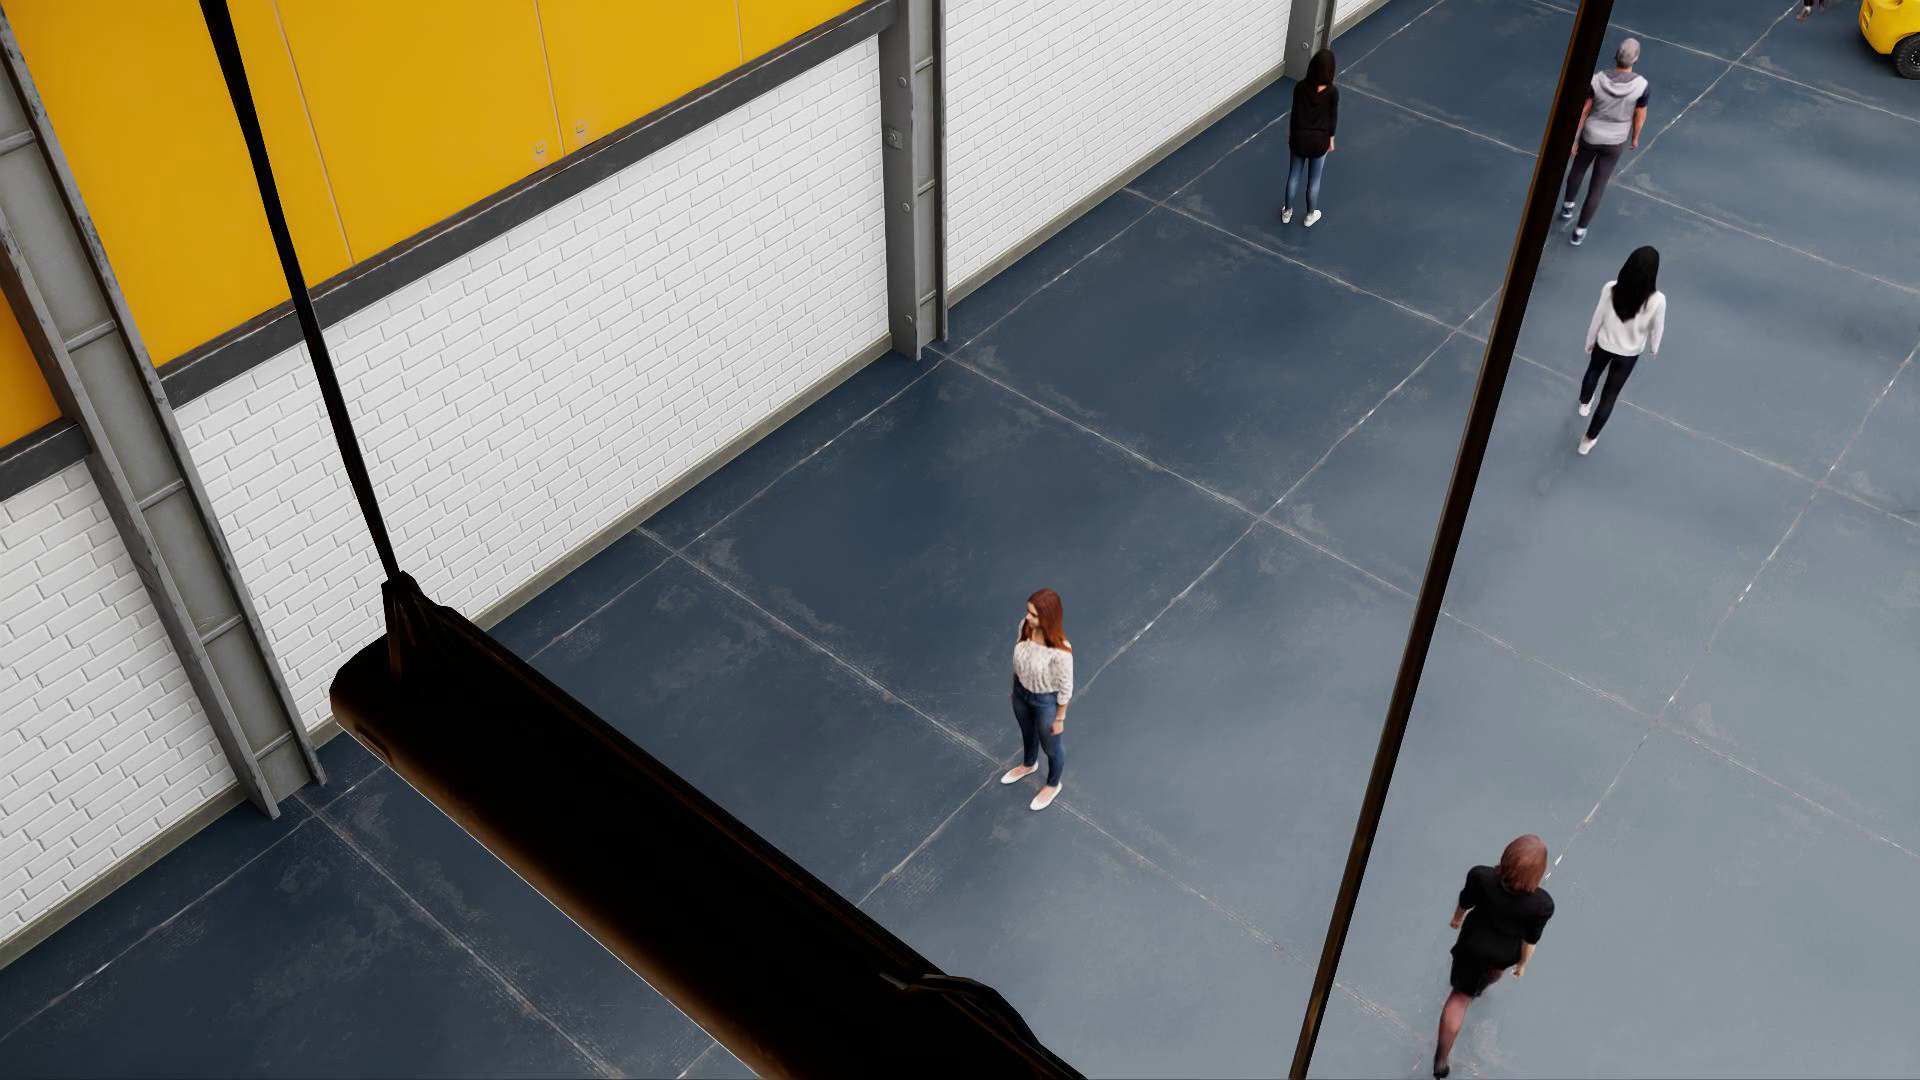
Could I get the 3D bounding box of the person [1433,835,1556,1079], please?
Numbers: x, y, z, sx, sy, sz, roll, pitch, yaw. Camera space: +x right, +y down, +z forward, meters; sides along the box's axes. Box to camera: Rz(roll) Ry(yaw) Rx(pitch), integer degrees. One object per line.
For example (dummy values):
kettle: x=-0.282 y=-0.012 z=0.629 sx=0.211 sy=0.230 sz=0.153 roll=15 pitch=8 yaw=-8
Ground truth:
person: x=2.682 y=2.148 z=8.513 sx=0.741 sy=1.666 sz=1.101 roll=21 pitch=47 yaw=20

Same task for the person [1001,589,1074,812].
person: x=0.476 y=0.916 z=9.761 sx=0.549 sy=1.728 sz=0.615 roll=-30 pitch=51 yaw=-28

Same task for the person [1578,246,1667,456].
person: x=4.786 y=-1.346 z=12.175 sx=0.690 sy=1.673 sz=0.935 roll=26 pitch=49 yaw=25

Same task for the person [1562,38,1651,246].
person: x=5.464 y=-3.345 z=14.179 sx=0.806 sy=1.804 sz=0.960 roll=21 pitch=47 yaw=21

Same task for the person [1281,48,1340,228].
person: x=3.045 y=-3.496 z=14.451 sx=0.632 sy=1.646 sz=0.614 roll=16 pitch=46 yaw=16
